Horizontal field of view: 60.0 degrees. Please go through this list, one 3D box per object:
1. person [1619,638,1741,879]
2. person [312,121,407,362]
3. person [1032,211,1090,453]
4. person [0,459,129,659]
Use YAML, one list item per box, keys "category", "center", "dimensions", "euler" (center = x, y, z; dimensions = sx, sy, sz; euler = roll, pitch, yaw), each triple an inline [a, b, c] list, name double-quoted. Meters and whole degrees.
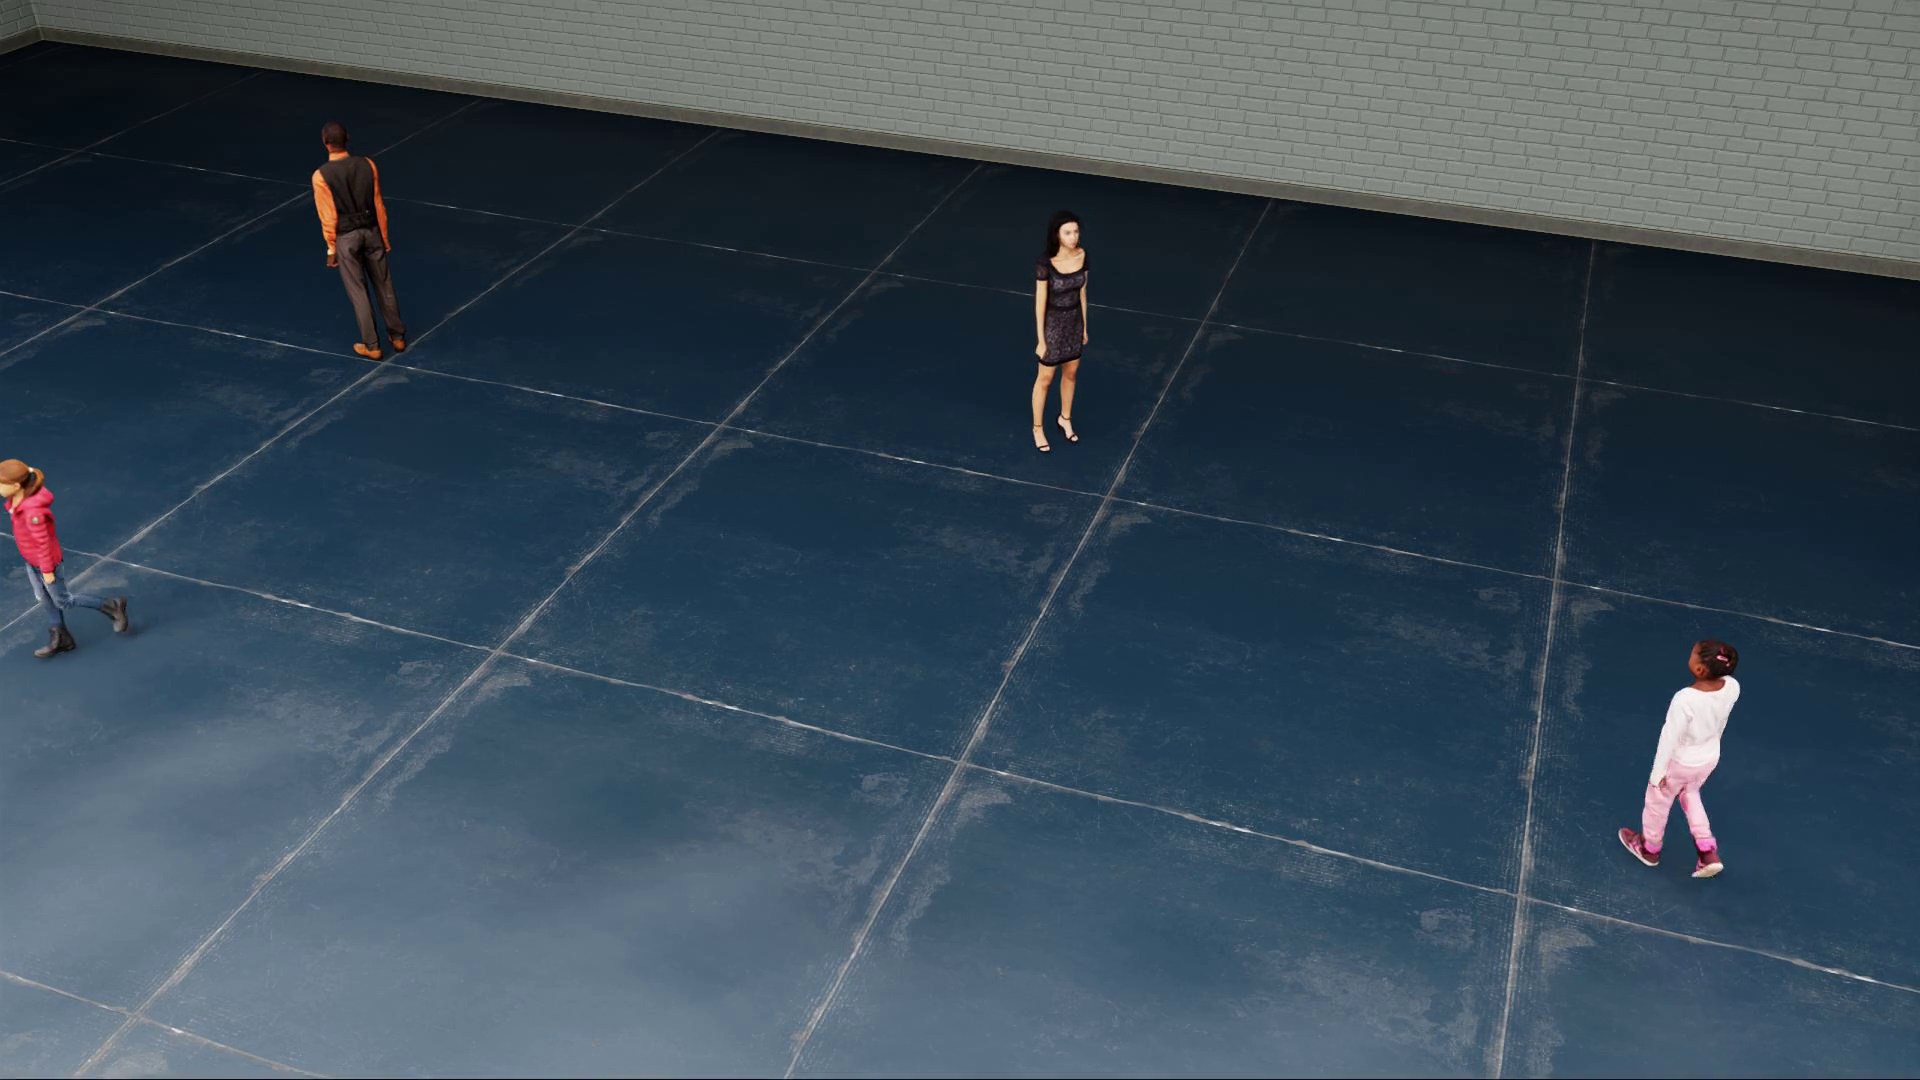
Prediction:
- category: "person"
  center: [3.613, 1.096, 8.133]
  dimensions: [0.801, 1.434, 0.894]
  euler: [-10, 34, -15]
- category: "person"
  center: [-4.686, -2.332, 12.969]
  dimensions: [0.720, 1.908, 0.848]
  euler: [-26, 41, -34]
- category: "person"
  center: [0.708, -1.475, 11.759]
  dimensions: [0.621, 1.791, 0.715]
  euler: [-19, 38, -27]
- category: "person"
  center: [-5.320, 0.096, 9.790]
  dimensions: [0.695, 1.303, 0.861]
  euler: [28, 42, 36]
